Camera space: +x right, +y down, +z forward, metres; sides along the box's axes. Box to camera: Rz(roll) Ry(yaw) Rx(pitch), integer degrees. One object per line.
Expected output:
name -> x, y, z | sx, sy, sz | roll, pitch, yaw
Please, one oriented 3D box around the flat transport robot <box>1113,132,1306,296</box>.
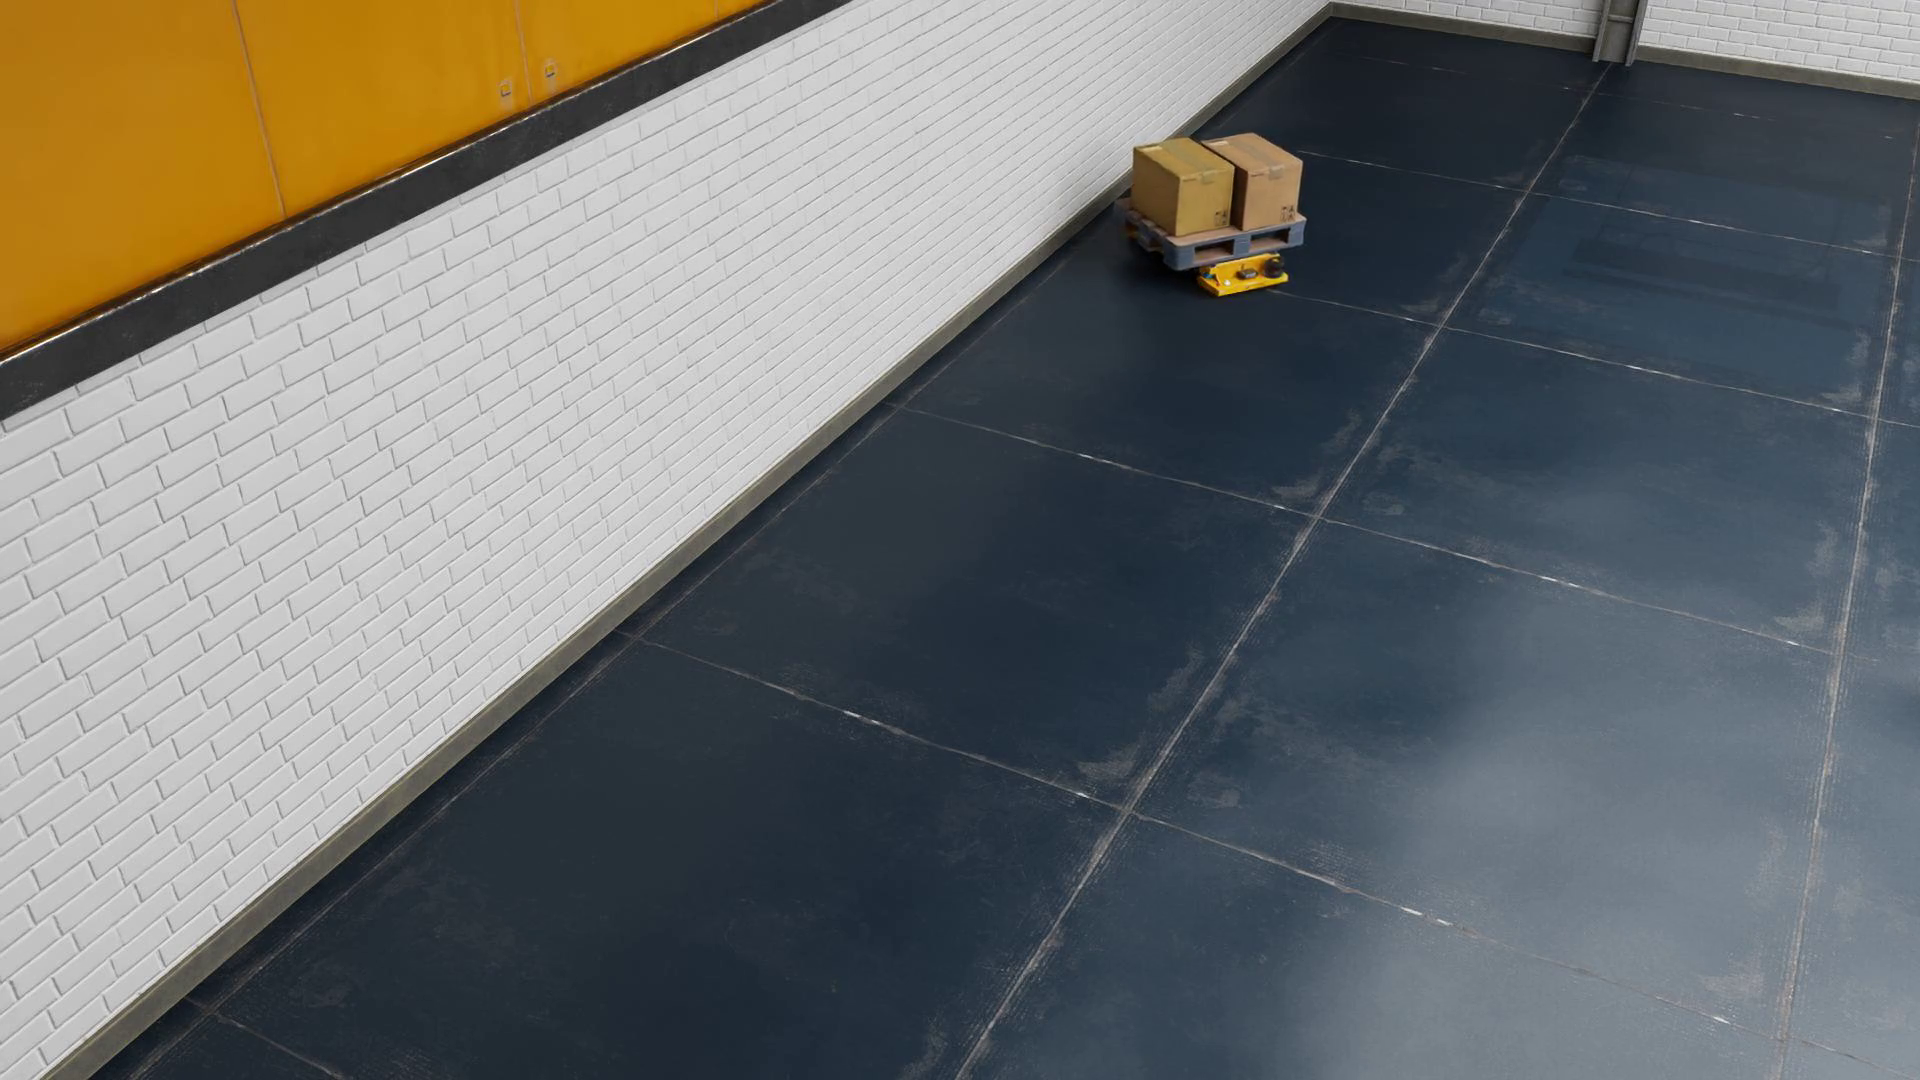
flat transport robot -> 1.991, -2.382, 13.522 | 0.659, 0.231, 1.431 | -15, 37, -21
